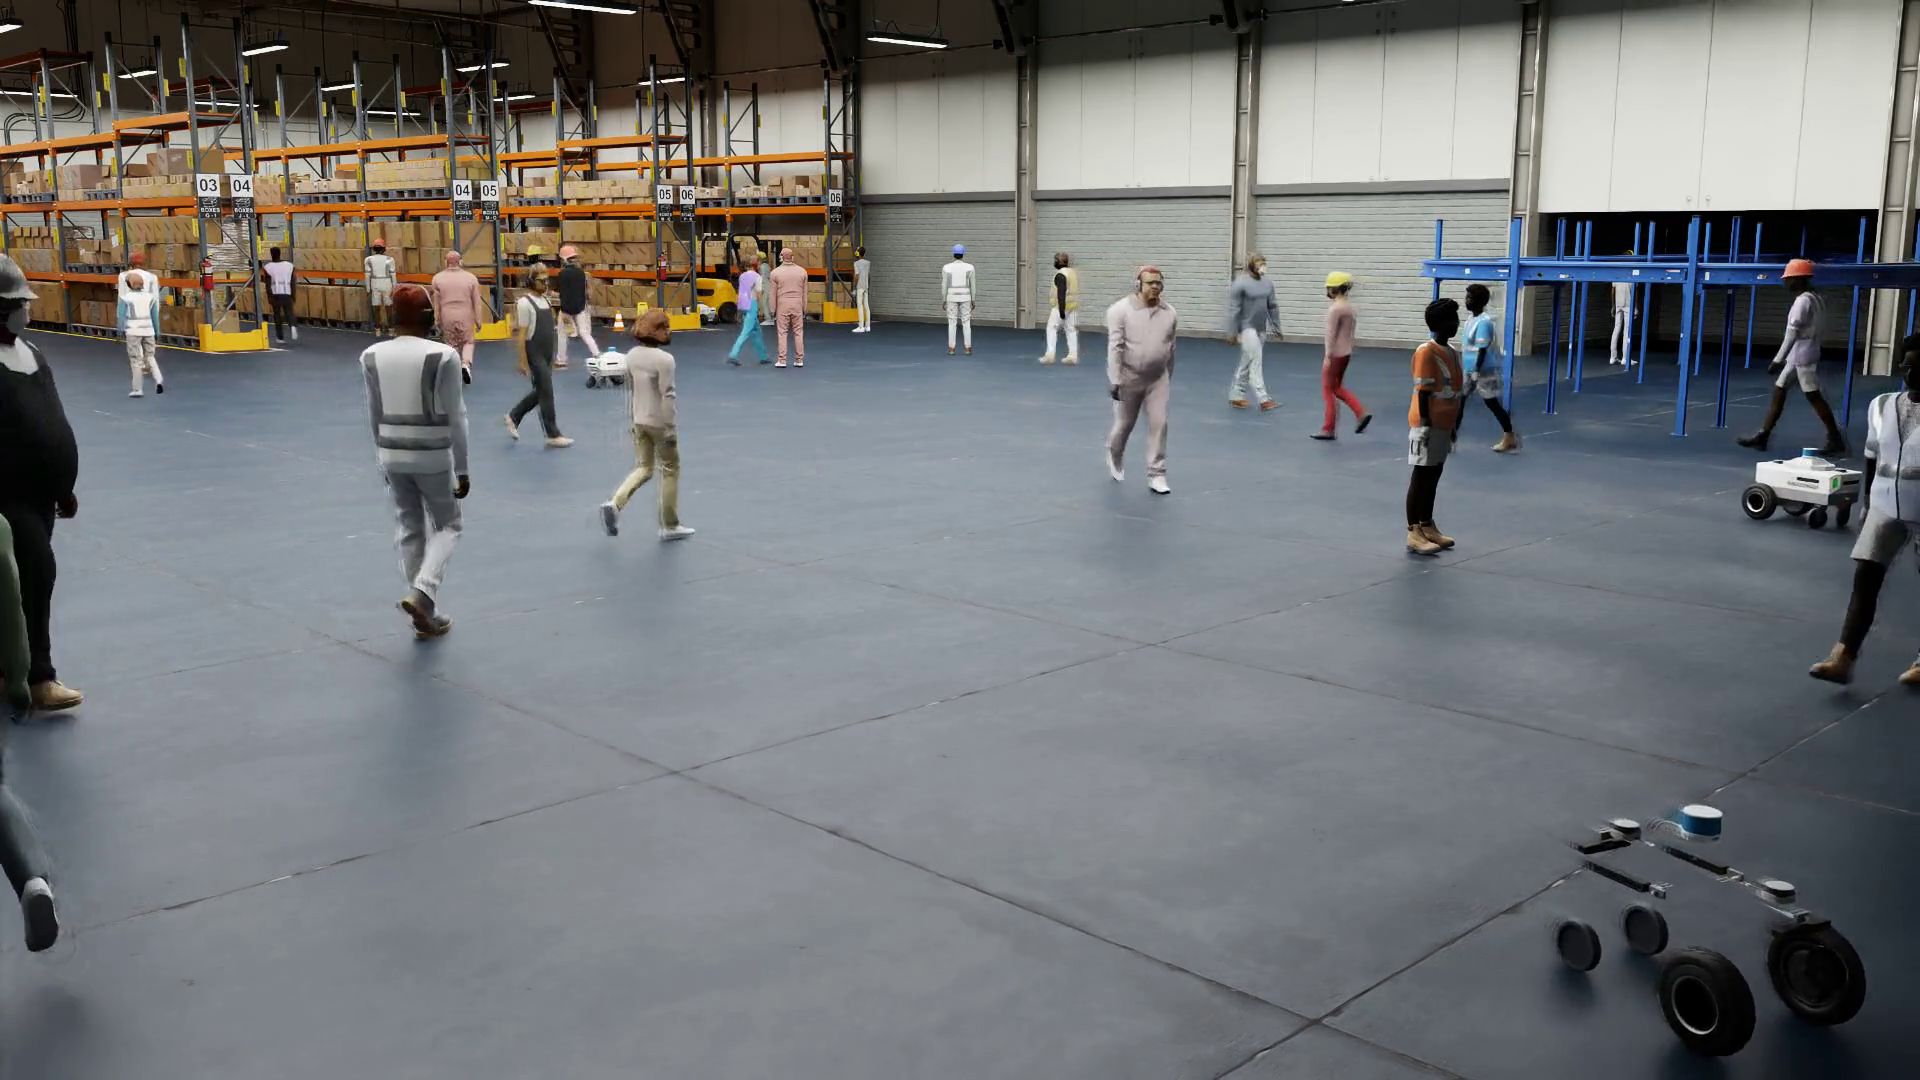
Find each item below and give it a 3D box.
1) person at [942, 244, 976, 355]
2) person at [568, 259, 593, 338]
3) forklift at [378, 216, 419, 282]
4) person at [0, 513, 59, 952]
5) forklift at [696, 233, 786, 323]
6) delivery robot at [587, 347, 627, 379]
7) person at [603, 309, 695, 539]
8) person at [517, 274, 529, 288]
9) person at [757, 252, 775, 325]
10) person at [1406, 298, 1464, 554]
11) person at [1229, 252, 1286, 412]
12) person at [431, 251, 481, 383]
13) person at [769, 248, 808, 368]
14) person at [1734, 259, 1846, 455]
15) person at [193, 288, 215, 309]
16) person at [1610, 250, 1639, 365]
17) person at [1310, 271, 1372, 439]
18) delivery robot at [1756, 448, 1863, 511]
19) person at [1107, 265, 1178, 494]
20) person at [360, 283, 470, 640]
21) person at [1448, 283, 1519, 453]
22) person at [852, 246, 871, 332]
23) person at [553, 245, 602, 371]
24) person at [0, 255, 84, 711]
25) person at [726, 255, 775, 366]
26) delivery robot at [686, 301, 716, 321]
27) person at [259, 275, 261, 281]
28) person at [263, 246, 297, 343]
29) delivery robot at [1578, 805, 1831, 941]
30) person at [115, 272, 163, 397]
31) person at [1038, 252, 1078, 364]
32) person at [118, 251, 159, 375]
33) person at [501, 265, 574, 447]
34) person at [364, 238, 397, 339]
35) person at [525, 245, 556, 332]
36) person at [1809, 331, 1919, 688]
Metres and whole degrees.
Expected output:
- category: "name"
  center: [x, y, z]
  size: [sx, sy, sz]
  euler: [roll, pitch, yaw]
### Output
- category: "person"
  center: [-0.023, -4.290, 29.673]
  size: [0.609, 1.946, 0.405]
  euler: [0, 10, -2]
- category: "person"
  center: [-7.793, -4.936, 34.106]
  size: [0.537, 1.607, 0.764]
  euler: [2, 11, 11]
- category: "forklift"
  center: [-17.868, -9.201, 54.028]
  size: [1.873, 2.768, 1.129]
  euler: [-10, 14, -44]
- category: "person"
  center: [-2.887, 0.453, 4.720]
  size: [0.550, 1.620, 0.504]
  euler: [8, 13, 36]
- category: "forklift"
  center: [-5.496, -6.489, 41.108]
  size: [2.313, 2.155, 1.214]
  euler: [-10, 14, -44]
- category: "delivery robot"
  center: [-4.890, -2.470, 23.410]
  size: [0.477, 0.478, 0.707]
  euler: [10, 14, 43]
- category: "person"
  center: [-2.159, -0.788, 11.481]
  size: [0.511, 1.610, 0.627]
  euler: [9, 14, 41]
- category: "person"
  center: [-12.511, -7.637, 47.956]
  size: [0.548, 1.938, 0.358]
  euler: [-8, 13, -37]
- category: "person"
  center: [-4.631, -5.962, 39.425]
  size: [0.428, 1.717, 0.496]
  euler: [2, 11, 10]
- category: "person"
  center: [3.192, -0.772, 11.172]
  size: [0.321, 1.697, 0.529]
  euler: [7, 13, 35]
- category: "person"
  center: [3.604, -2.492, 20.010]
  size: [0.650, 1.896, 0.986]
  euler: [-9, 13, -39]
- category: "person"
  center: [-7.036, -3.087, 23.253]
  size: [0.667, 1.891, 0.485]
  euler: [-3, 11, -14]
- category: "person"
  center: [-2.770, -3.739, 26.822]
  size: [0.636, 1.899, 0.401]
  euler: [-4, 11, -22]
- category: "person"
  center: [8.181, -1.774, 16.161]
  size: [0.991, 1.890, 0.552]
  euler: [5, 11, 24]
- category: "person"
  center: [-16.763, -5.441, 36.907]
  size: [0.859, 1.601, 0.507]
  euler: [9, 14, 41]
- category: "person"
  center: [10.950, -3.825, 27.352]
  size: [0.320, 1.871, 0.533]
  euler: [-6, 12, -30]
- category: "person"
  center: [3.952, -1.908, 17.235]
  size: [0.517, 1.751, 0.527]
  euler: [7, 12, 33]
- category: "delivery robot"
  center: [6.300, -0.443, 12.357]
  size: [0.477, 0.478, 0.707]
  euler: [-5, 12, -26]
- category: "person"
  center: [1.511, -1.368, 13.956]
  size: [0.639, 1.875, 0.872]
  euler: [-2, 11, -13]
- category: "person"
  center: [-2.835, -0.390, 8.641]
  size: [0.577, 1.869, 0.506]
  euler: [2, 11, 11]
- category: "person"
  center: [5.065, -1.663, 16.167]
  size: [0.881, 1.654, 0.534]
  euler: [-1, 10, -4]
- category: "person"
  center: [-2.177, -5.508, 36.524]
  size: [0.328, 1.873, 0.519]
  euler: [8, 13, 38]
- category: "person"
  center: [-6.033, -3.637, 26.094]
  size: [0.969, 1.963, 0.621]
  euler: [6, 12, 32]
- category: "person"
  center: [-4.140, -0.235, 7.423]
  size: [0.682, 2.000, 0.705]
  euler: [0, 10, 1]
- category: "person"
  center: [-3.459, -3.765, 27.246]
  size: [0.975, 1.798, 0.567]
  euler: [-8, 13, -37]
- category: "delivery robot"
  center: [-6.174, -5.436, 39.585]
  size: [0.707, 0.478, 0.477]
  euler: [6, 12, 29]
- category: "person"
  center: [-19.183, -7.202, 45.869]
  size: [0.447, 1.829, 0.654]
  euler: [2, 11, 12]
- category: "person"
  center: [-13.377, -4.839, 32.802]
  size: [0.606, 1.900, 0.571]
  euler: [-8, 13, -35]
- category: "delivery robot"
  center: [2.038, 0.853, 4.580]
  size: [0.335, 0.223, 0.698]
  euler: [-5, 11, -24]
- category: "person"
  center: [-10.762, -2.685, 21.786]
  size: [0.415, 1.631, 0.540]
  euler: [7, 13, 35]
- category: "person"
  center: [1.623, -3.834, 27.521]
  size: [0.761, 1.820, 0.621]
  euler: [5, 11, 23]
- category: "person"
  center: [-12.433, -3.440, 25.237]
  size: [0.645, 1.873, 0.598]
  euler: [9, 14, 40]
- category: "person"
  center: [-4.314, -1.860, 16.785]
  size: [0.809, 1.823, 0.513]
  euler: [3, 11, 17]
- category: "person"
  center: [-11.931, -5.188, 34.309]
  size: [0.616, 2.041, 0.381]
  euler: [-2, 11, -10]
- category: "person"
  center: [-8.275, -4.821, 32.650]
  size: [0.532, 1.913, 0.614]
  euler: [-5, 11, -25]
- category: "person"
  center: [4.317, -0.115, 7.651]
  size: [0.768, 1.664, 0.553]
  euler: [-6, 12, -31]
